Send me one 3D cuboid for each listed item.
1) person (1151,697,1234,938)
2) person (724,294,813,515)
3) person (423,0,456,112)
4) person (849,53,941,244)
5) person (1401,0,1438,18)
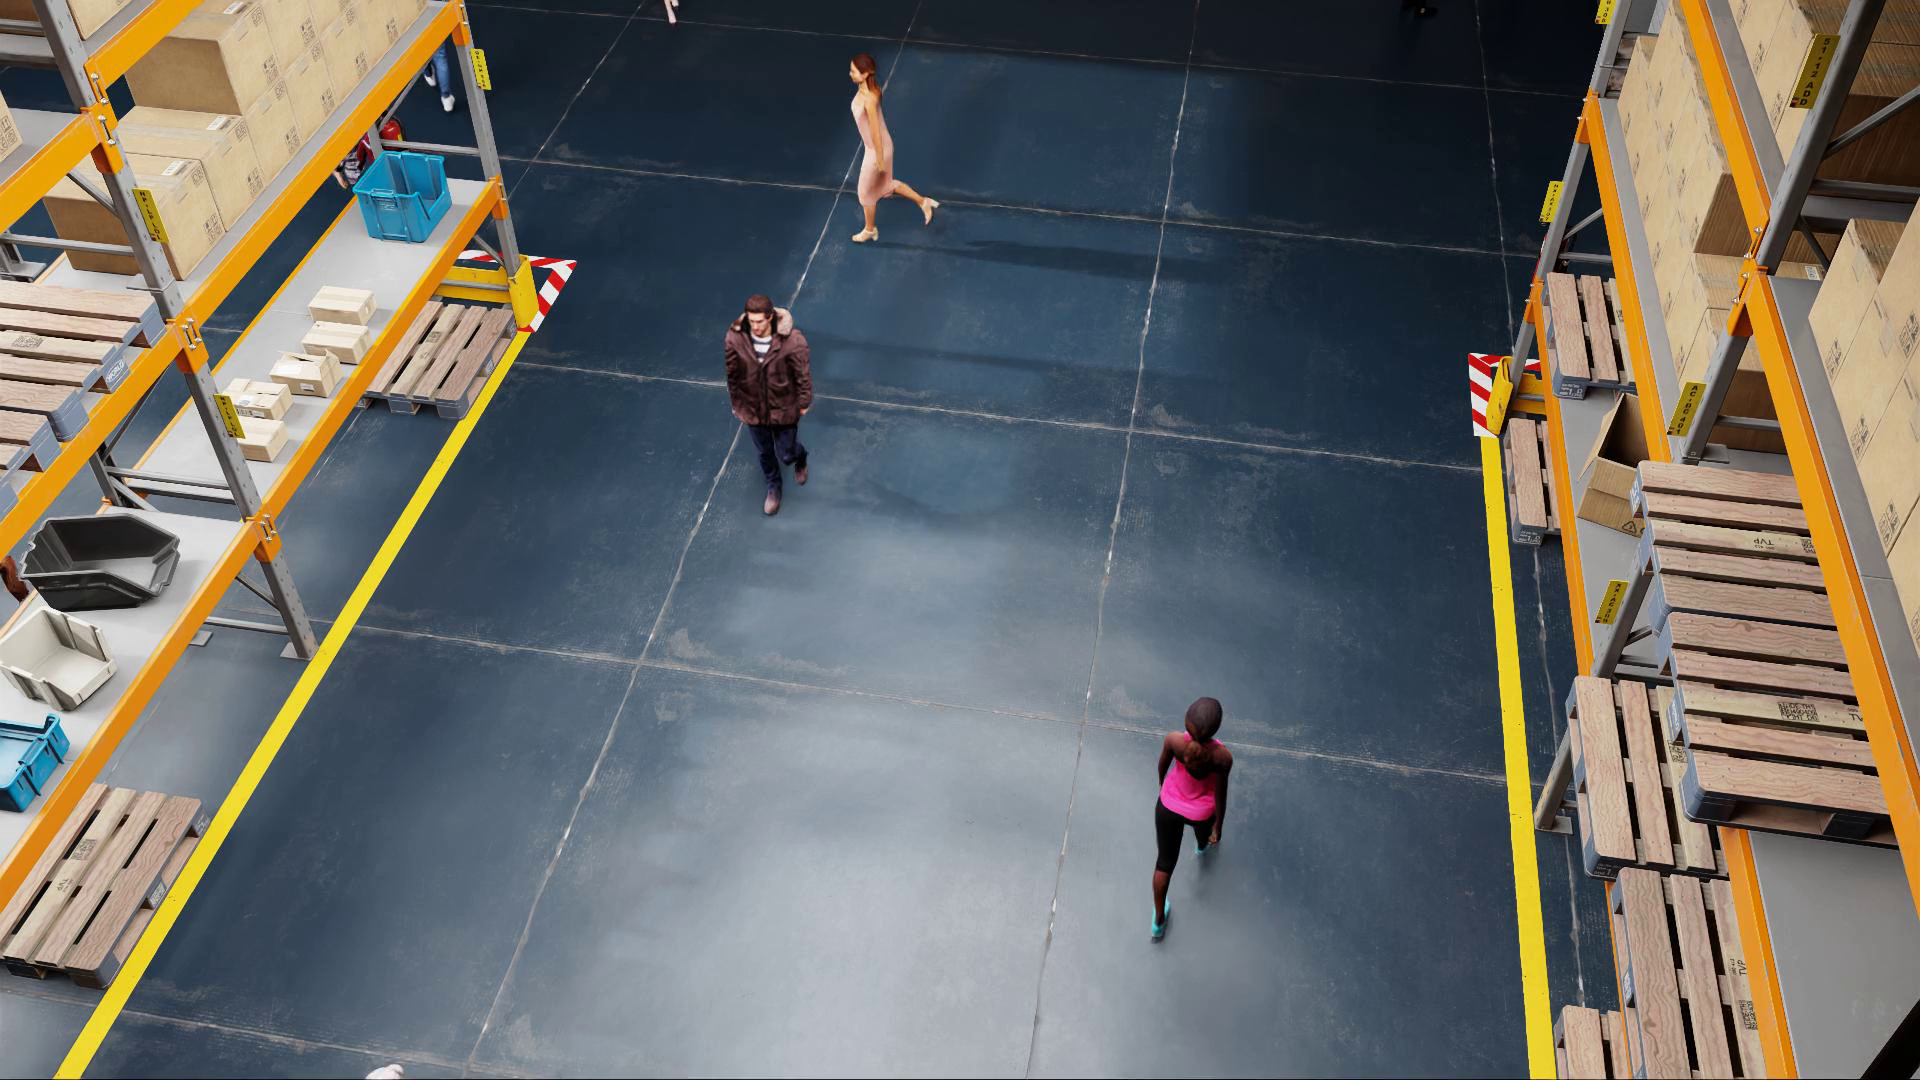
[{"bbox_3d":[1.223,1.560,9.180,0.689,1.670,1.119,13,45,14],"label":"person"},{"bbox_3d":[-1.323,-1.024,11.772,0.740,1.837,0.751,8,44,8],"label":"person"},{"bbox_3d":[-5.144,-4.978,15.964,0.945,1.779,1.145,-10,44,-10],"label":"person"},{"bbox_3d":[-0.611,-3.327,14.217,0.863,1.797,1.024,-6,44,-6],"label":"person"},{"bbox_3d":[4.924,-6.368,17.489,0.746,1.687,0.664,-20,47,-20],"label":"person"}]
